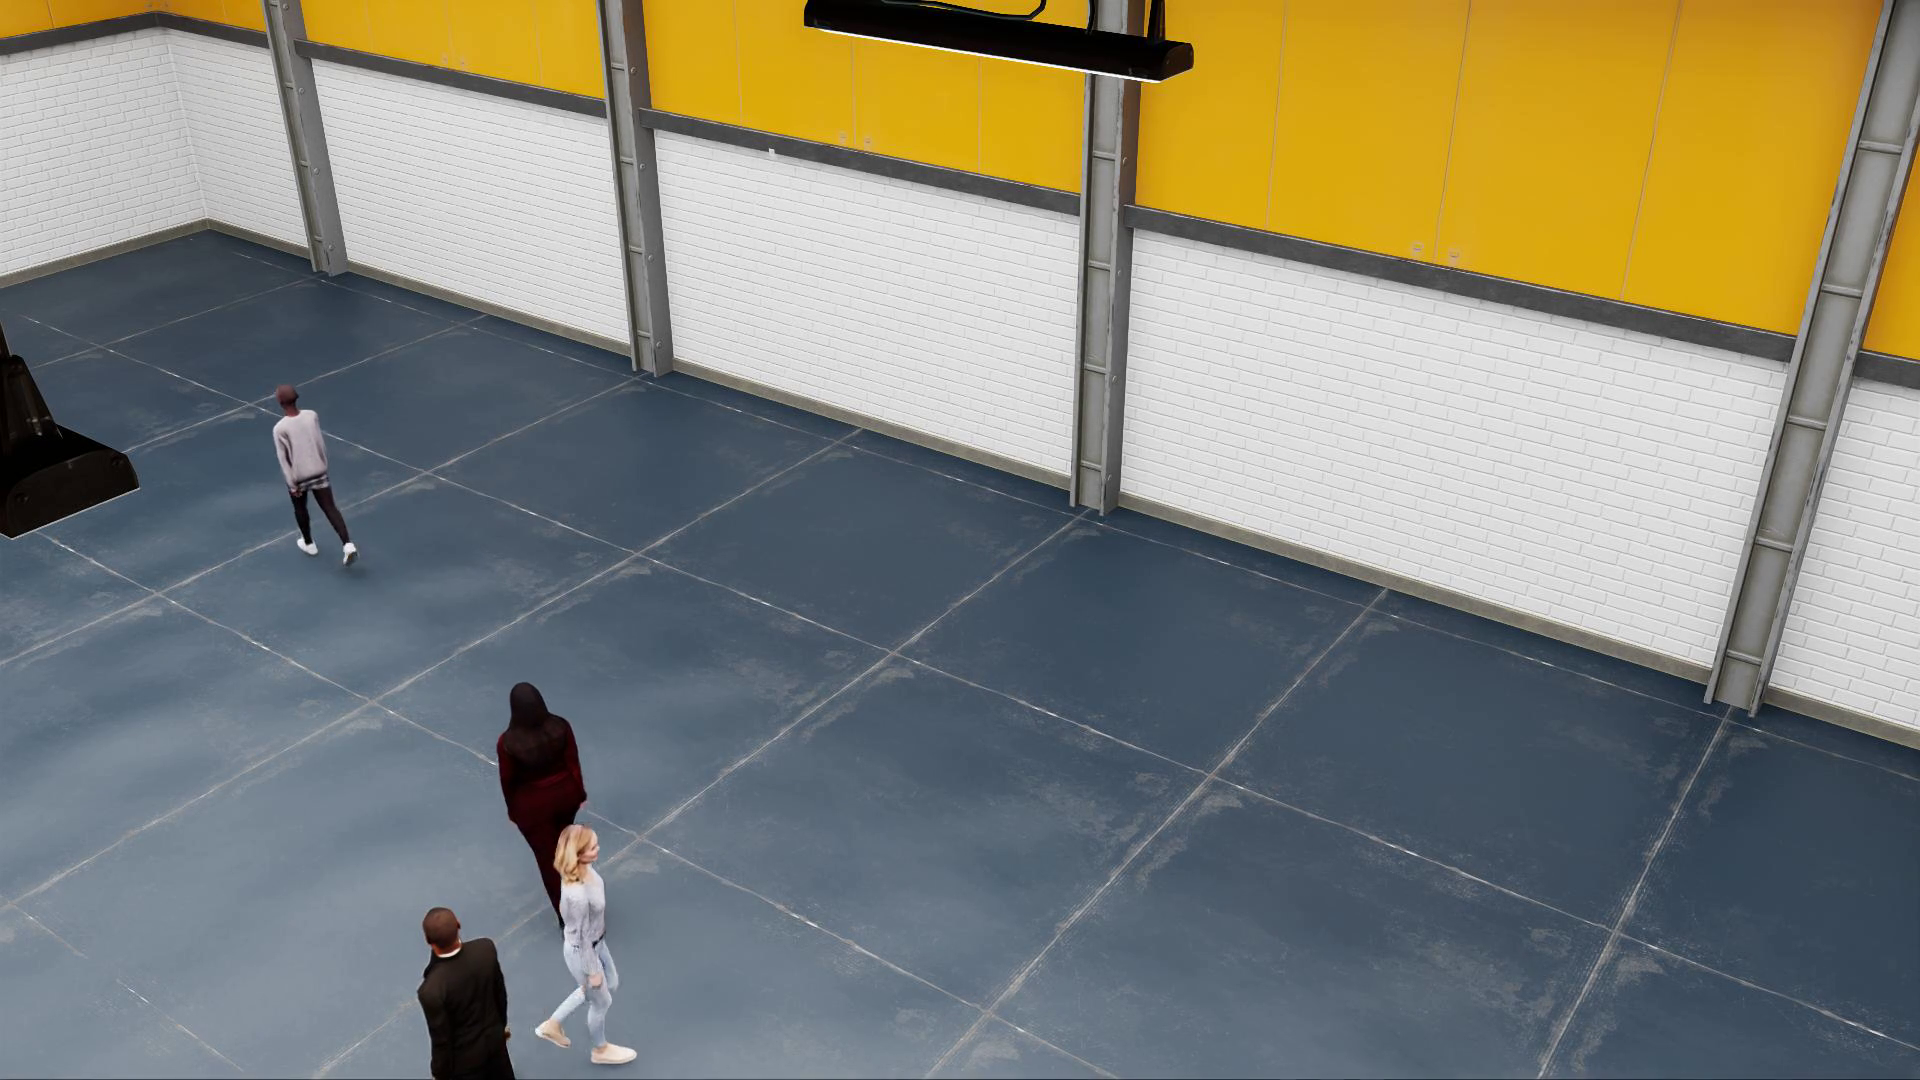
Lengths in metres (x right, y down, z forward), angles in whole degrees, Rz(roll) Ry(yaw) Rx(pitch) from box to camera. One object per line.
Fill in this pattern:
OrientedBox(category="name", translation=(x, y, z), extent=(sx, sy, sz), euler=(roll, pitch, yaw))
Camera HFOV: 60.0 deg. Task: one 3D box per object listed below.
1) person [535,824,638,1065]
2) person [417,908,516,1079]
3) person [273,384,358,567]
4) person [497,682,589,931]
OrientedBox(category="person", translation=(-2.240, 2.379, 9.576), extent=(0.940, 1.781, 0.871), euler=(-4, 29, -7))
OrientedBox(category="person", translation=(-2.596, 2.710, 8.842), extent=(0.627, 1.903, 0.709), euler=(16, 32, 27))
OrientedBox(category="person", translation=(-5.827, -0.559, 15.002), extent=(1.187, 1.742, 0.756), euler=(25, 37, 38))
OrientedBox(category="person", translation=(-2.627, 1.767, 10.788), extent=(0.908, 1.695, 1.207), euler=(-20, 34, -32))
